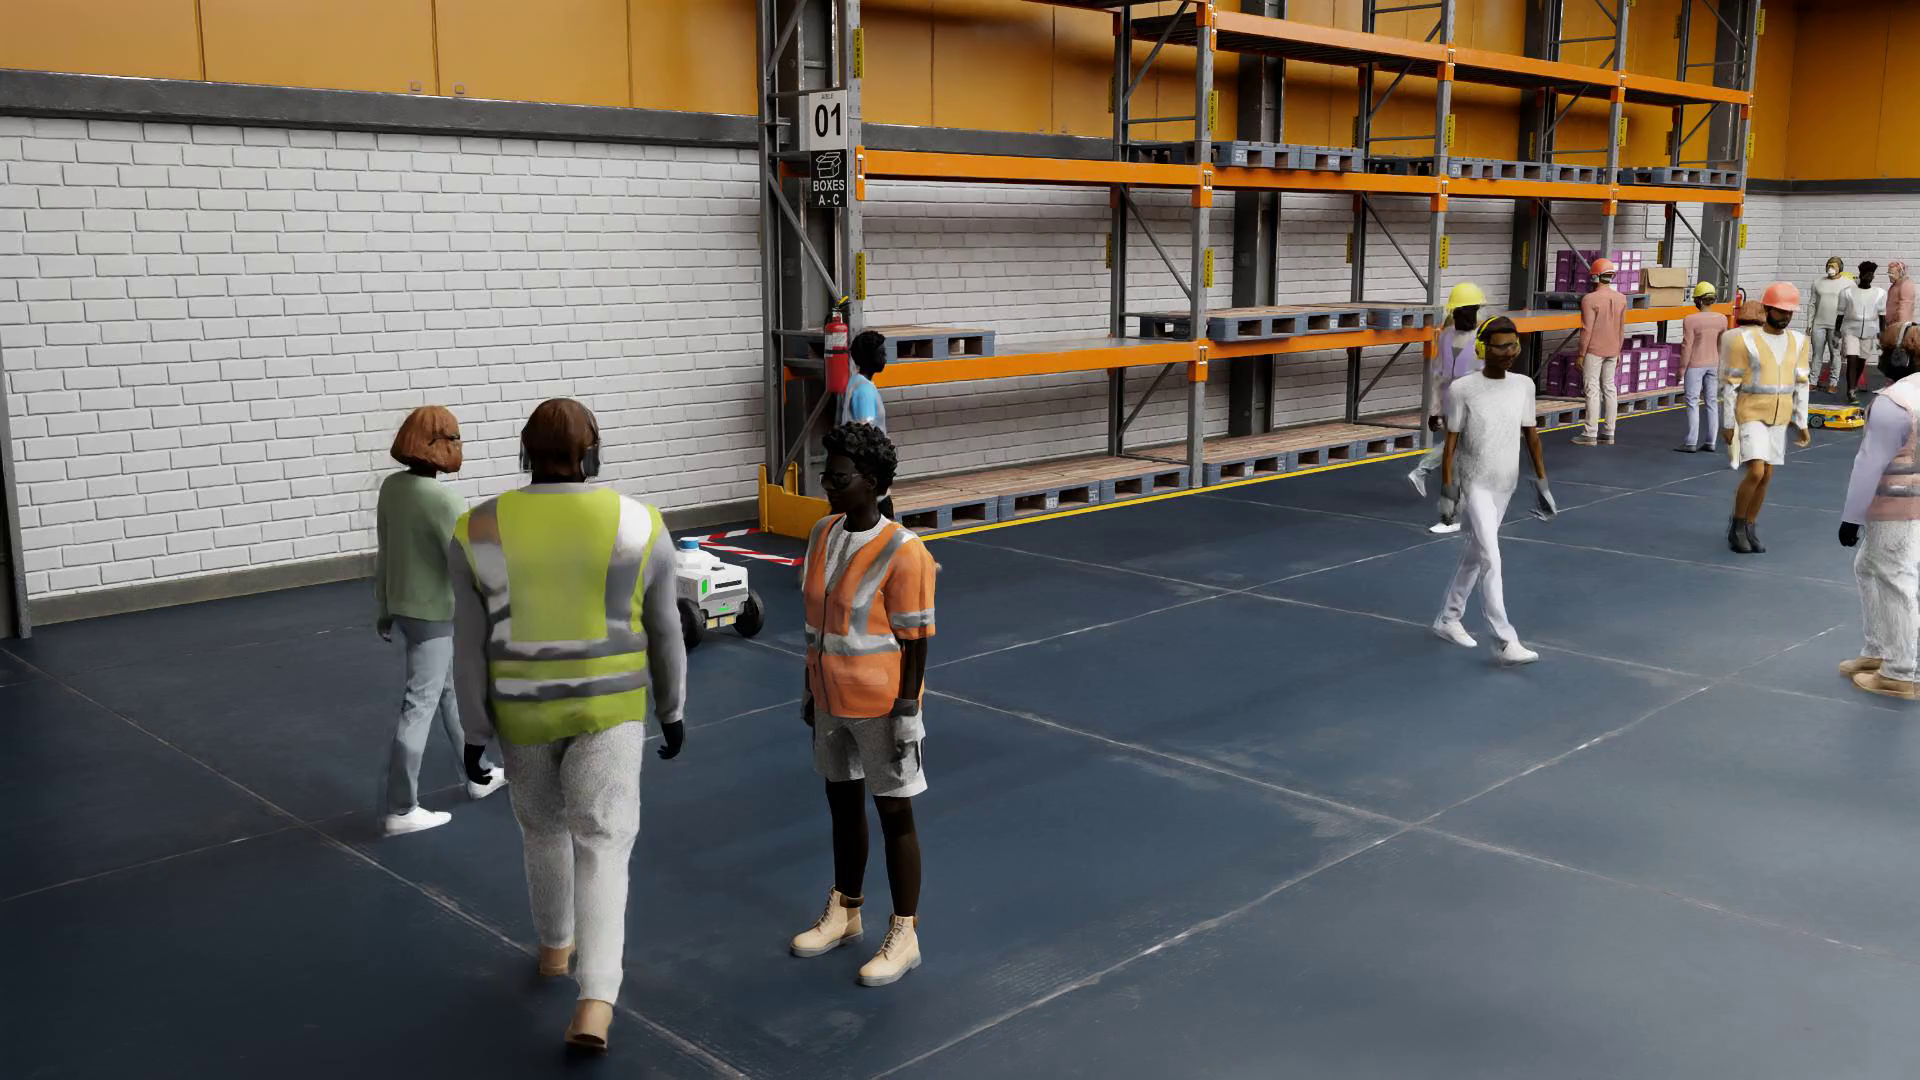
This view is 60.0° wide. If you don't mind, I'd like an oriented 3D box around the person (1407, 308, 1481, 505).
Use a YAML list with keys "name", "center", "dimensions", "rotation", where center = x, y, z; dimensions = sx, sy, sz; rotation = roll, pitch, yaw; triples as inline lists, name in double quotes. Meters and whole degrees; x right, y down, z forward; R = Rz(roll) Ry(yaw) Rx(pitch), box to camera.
- name: "person"
  center: [4.058, -1.134, 13.785]
  dimensions: [0.449, 1.728, 0.489]
  rotation: [-2, 10, -8]

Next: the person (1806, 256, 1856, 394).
- name: "person"
  center: [12.371, -3.053, 23.668]
  dimensions: [0.372, 1.940, 0.627]
  rotation: [-10, 14, -43]

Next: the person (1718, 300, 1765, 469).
- name: "person"
  center: [7.574, -1.495, 16.027]
  dimensions: [0.528, 1.613, 0.450]
  rotation: [7, 12, 33]

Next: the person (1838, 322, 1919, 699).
- name: "person"
  center: [4.512, -0.151, 8.148]
  dimensions: [0.661, 1.823, 0.596]
  rotation: [-7, 13, -35]

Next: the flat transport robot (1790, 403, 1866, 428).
- name: "flat transport robot"
  center: [9.965, -1.504, 19.772]
  dimensions: [0.652, 0.197, 1.431]
  rotation: [-10, 14, -44]

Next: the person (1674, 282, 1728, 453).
- name: "person"
  center: [7.654, -1.780, 17.209]
  dimensions: [0.533, 1.765, 0.330]
  rotation: [-3, 11, -14]

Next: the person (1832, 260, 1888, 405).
- name: "person"
  center: [12.082, -2.797, 22.353]
  dimensions: [0.606, 1.922, 0.975]
  rotation: [3, 11, 14]

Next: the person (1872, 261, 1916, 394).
- name: "person"
  center: [13.190, -2.966, 23.342]
  dimensions: [0.504, 1.882, 0.683]
  rotation: [3, 11, 14]

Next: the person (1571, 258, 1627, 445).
- name: "person"
  center: [6.847, -2.014, 17.849]
  dimensions: [0.621, 1.992, 0.397]
  rotation: [-5, 11, -25]

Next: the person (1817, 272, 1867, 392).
- name: "person"
  center: [12.718, -2.993, 23.973]
  dimensions: [0.877, 1.708, 0.524]
  rotation: [8, 13, 37]

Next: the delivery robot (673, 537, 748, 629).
- name: "delivery robot"
  center: [-1.509, 0.226, 9.310]
  dimensions: [0.477, 0.478, 0.707]
  rotation: [-10, 14, -44]

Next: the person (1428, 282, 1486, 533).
- name: "person"
  center: [3.907, -1.013, 12.665]
  dimensions: [0.786, 1.899, 0.583]
  rotation: [-5, 12, -27]

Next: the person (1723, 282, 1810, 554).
- name: "person"
  center: [5.685, -0.844, 11.685]
  dimensions: [0.541, 1.917, 0.523]
  rotation: [-1, 10, -6]

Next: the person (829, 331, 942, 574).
- name: "person"
  center: [-0.591, -0.504, 10.556]
  dimensions: [0.901, 1.641, 0.538]
  rotation: [-1, 10, -4]

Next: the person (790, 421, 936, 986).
- name: "person"
  center: [-0.296, 0.487, 5.026]
  dimensions: [0.319, 1.697, 0.533]
  rotation: [-10, 14, -43]

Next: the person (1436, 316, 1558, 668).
- name: "person"
  center: [2.835, -0.264, 8.781]
  dimensions: [0.536, 1.819, 0.967]
  rotation: [-3, 11, -18]

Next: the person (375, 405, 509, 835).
- name: "person"
  center: [-1.939, 0.285, 6.374]
  dimensions: [0.537, 1.601, 0.751]
  rotation: [10, 14, 43]

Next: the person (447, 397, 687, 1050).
- name: "person"
  center: [-1.097, 0.503, 4.713]
  dimensions: [0.640, 1.810, 0.936]
  rotation: [-2, 11, -9]
